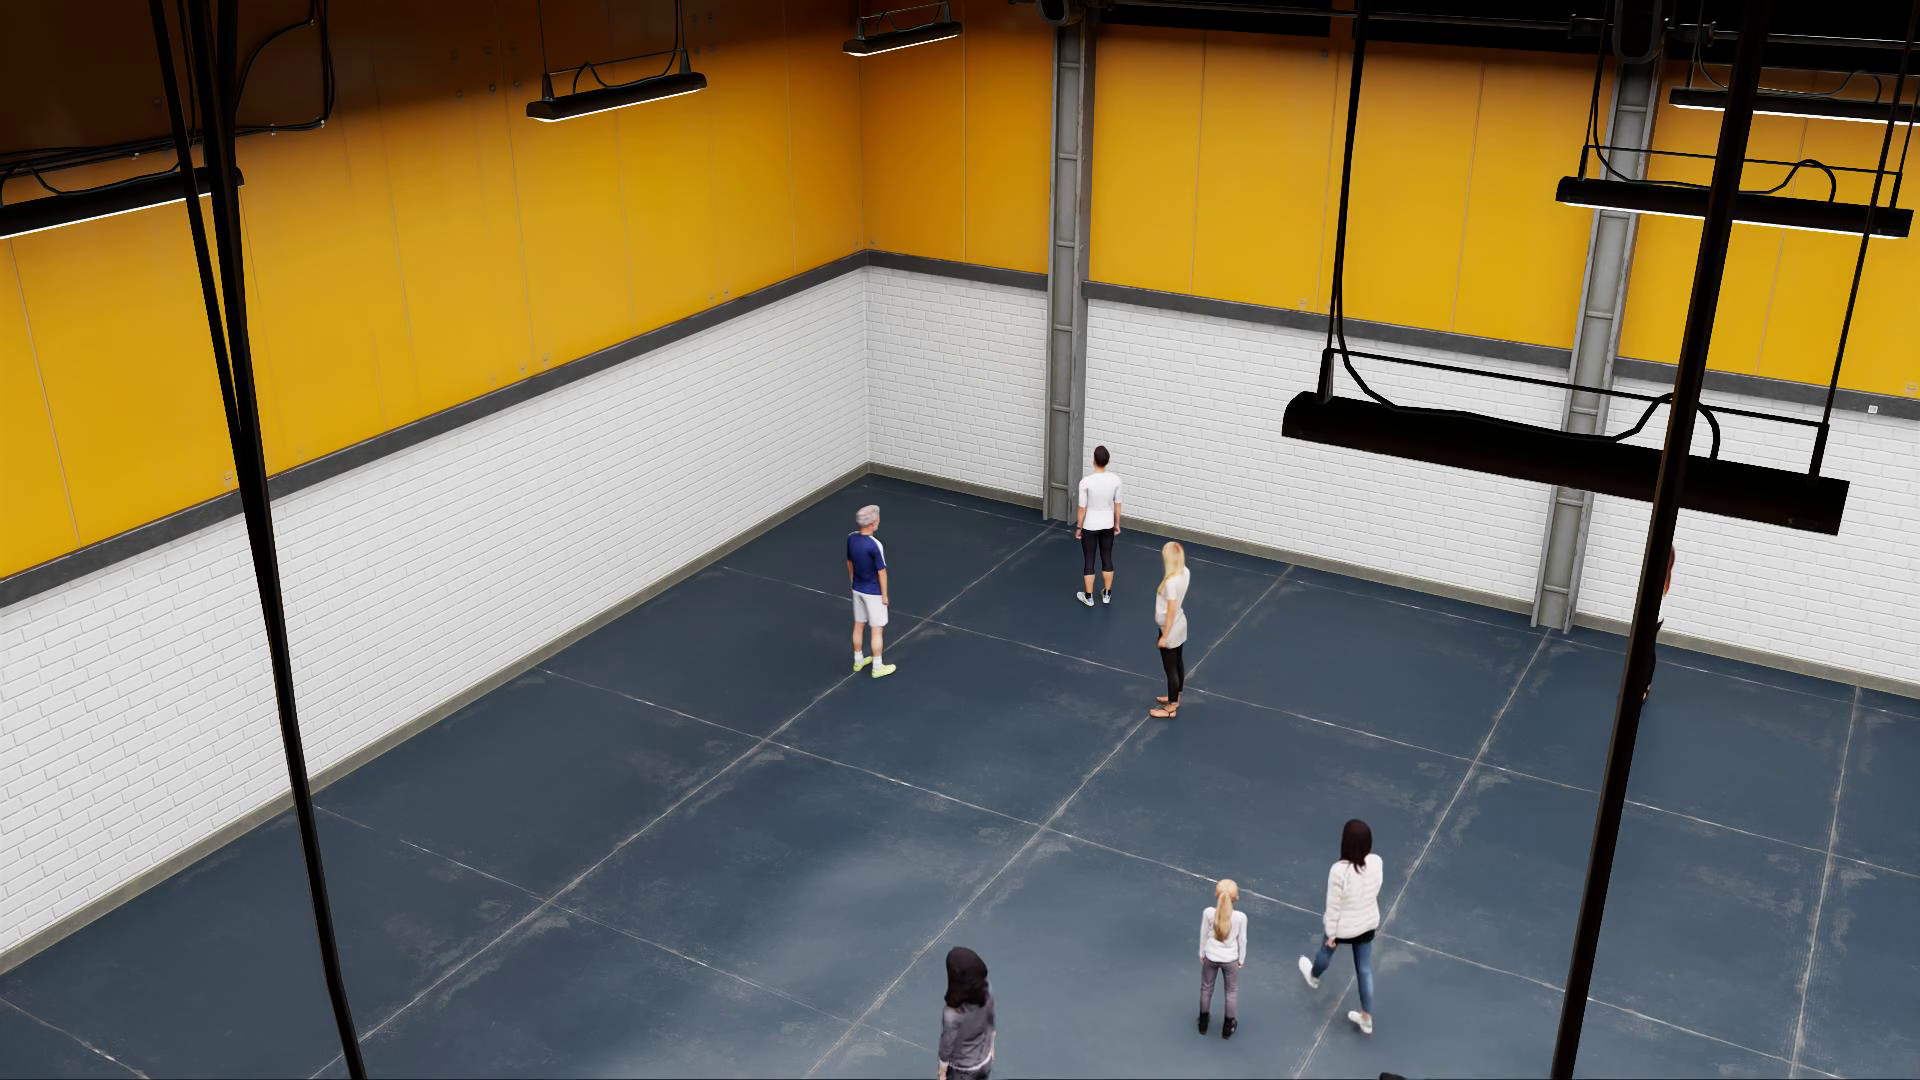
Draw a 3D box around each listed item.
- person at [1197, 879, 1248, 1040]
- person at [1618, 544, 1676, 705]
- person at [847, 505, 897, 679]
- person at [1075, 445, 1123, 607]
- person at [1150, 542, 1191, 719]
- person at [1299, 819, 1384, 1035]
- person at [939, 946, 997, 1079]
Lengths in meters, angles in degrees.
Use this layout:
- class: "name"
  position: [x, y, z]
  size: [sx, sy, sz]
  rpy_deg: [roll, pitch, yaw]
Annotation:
- class: "person"
  position: [1.865, 2.987, 11.895]
  size: [0.485, 1.276, 0.587]
  rpy_deg: [6, 24, 14]
- class: "person"
  position: [6.795, 0.797, 16.348]
  size: [0.495, 1.722, 0.579]
  rpy_deg: [14, 27, 29]
- class: "person"
  position: [-0.929, 0.512, 16.864]
  size: [0.543, 1.831, 0.729]
  rpy_deg: [18, 29, 35]
- class: "person"
  position: [1.532, -0.163, 18.383]
  size: [0.746, 1.852, 0.803]
  rpy_deg: [-6, 24, -14]
- class: "person"
  position: [2.064, 0.859, 16.080]
  size: [0.564, 1.822, 0.632]
  rpy_deg: [9, 25, 21]
- class: "person"
  position: [2.858, 2.794, 11.941]
  size: [1.058, 1.593, 1.154]
  rpy_deg: [-8, 25, -17]
- class: "person"
  position: [0.112, 3.347, 10.479]
  size: [0.732, 1.750, 0.840]
  rpy_deg: [-20, 31, -38]
